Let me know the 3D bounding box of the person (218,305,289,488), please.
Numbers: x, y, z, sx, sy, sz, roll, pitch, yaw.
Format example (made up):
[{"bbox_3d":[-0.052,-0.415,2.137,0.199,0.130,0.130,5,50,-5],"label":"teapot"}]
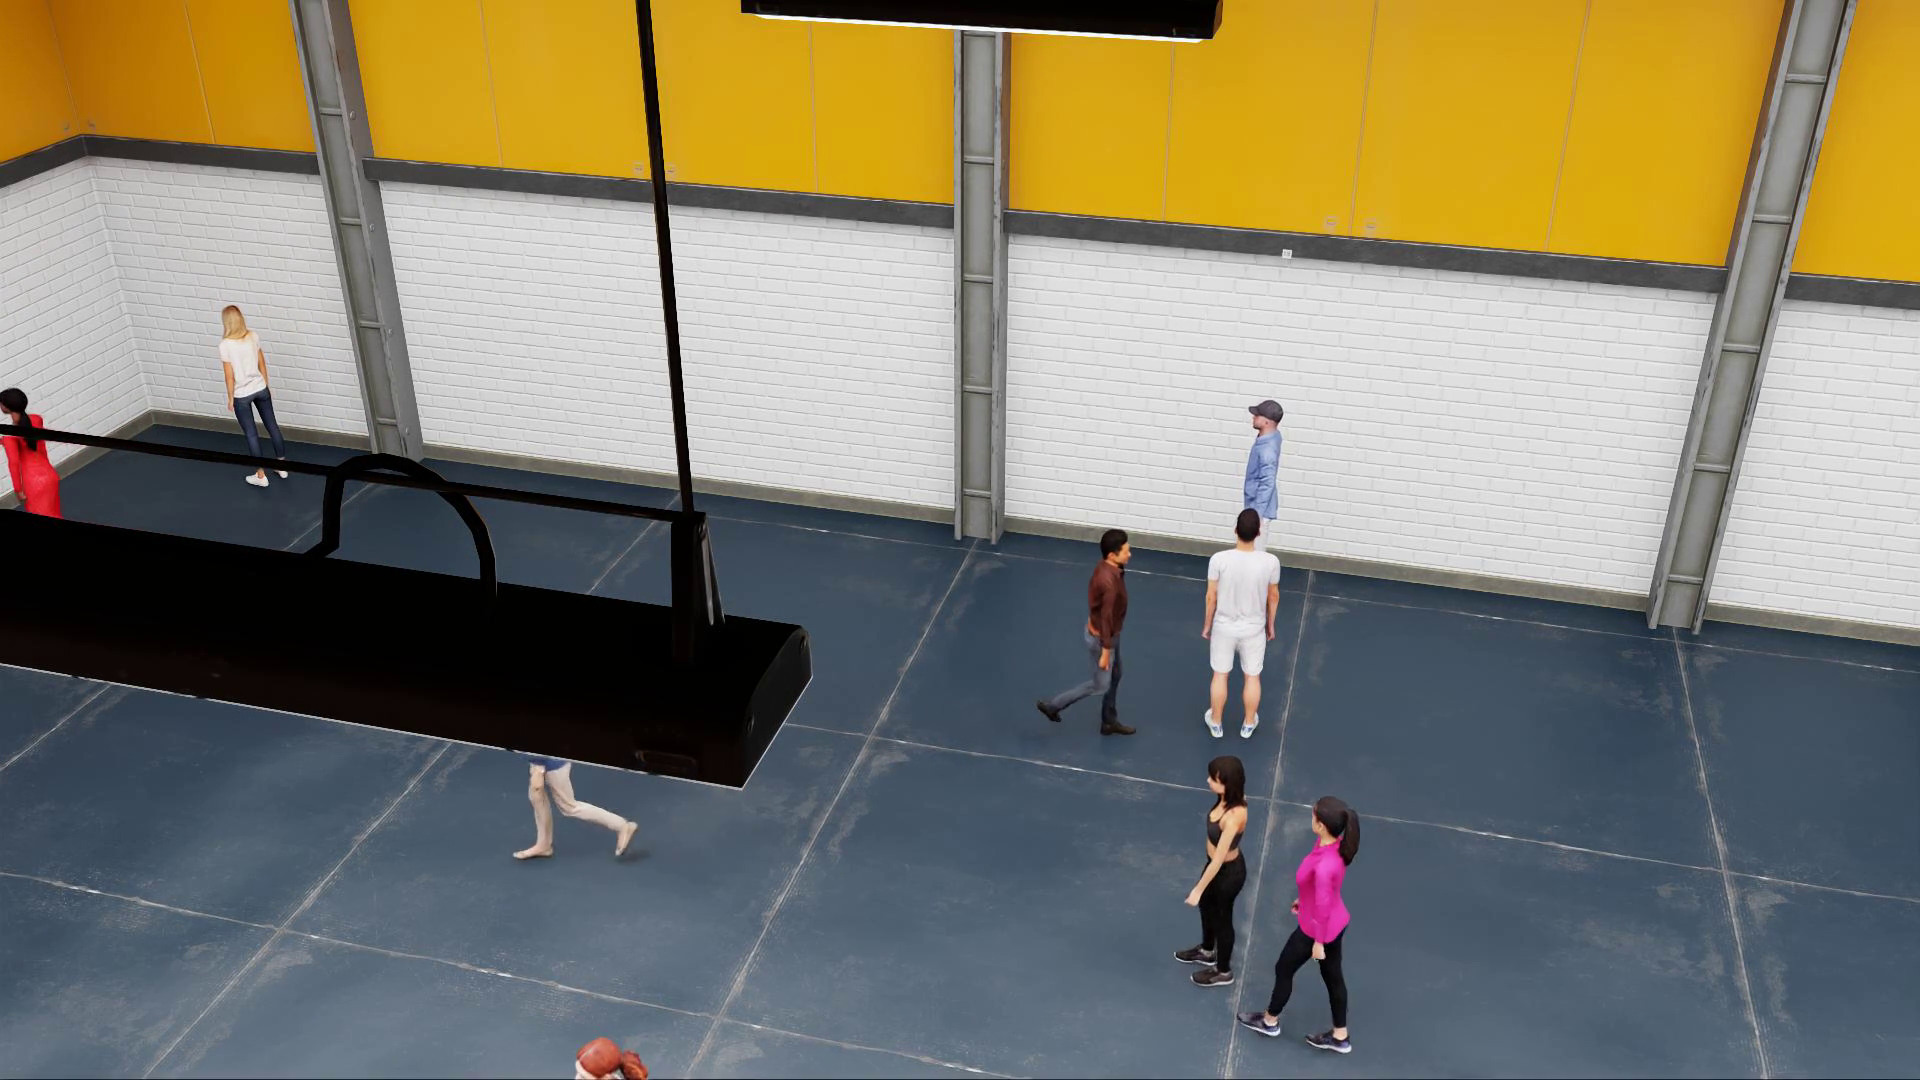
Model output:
[{"bbox_3d":[-6.757,-1.383,15.857,0.625,1.807,0.658,19,34,31],"label":"person"}]

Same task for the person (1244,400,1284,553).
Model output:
[{"bbox_3d":[2.485,-0.293,13.773,0.553,1.888,0.652,7,29,12],"label":"person"}]

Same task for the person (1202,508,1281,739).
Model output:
[{"bbox_3d":[2.035,0.617,12.142,0.563,1.853,0.787,2,29,3],"label":"person"}]

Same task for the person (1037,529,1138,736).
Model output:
[{"bbox_3d":[0.958,0.708,12.080,1.029,1.753,0.780,0,29,1],"label":"person"}]

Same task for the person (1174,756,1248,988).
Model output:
[{"bbox_3d":[1.618,1.985,9.863,0.656,1.634,0.623,1,29,2],"label":"person"}]

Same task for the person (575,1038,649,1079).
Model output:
[{"bbox_3d":[-1.606,3.017,7.824,0.735,1.785,0.664,-19,34,-30],"label":"person"}]

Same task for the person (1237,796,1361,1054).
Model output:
[{"bbox_3d":[2.138,2.217,9.408,0.937,1.673,0.686,11,31,20],"label":"person"}]

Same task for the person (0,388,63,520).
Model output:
[{"bbox_3d":[-7.832,-0.460,14.205,0.951,1.778,0.689,4,29,7],"label":"person"}]
